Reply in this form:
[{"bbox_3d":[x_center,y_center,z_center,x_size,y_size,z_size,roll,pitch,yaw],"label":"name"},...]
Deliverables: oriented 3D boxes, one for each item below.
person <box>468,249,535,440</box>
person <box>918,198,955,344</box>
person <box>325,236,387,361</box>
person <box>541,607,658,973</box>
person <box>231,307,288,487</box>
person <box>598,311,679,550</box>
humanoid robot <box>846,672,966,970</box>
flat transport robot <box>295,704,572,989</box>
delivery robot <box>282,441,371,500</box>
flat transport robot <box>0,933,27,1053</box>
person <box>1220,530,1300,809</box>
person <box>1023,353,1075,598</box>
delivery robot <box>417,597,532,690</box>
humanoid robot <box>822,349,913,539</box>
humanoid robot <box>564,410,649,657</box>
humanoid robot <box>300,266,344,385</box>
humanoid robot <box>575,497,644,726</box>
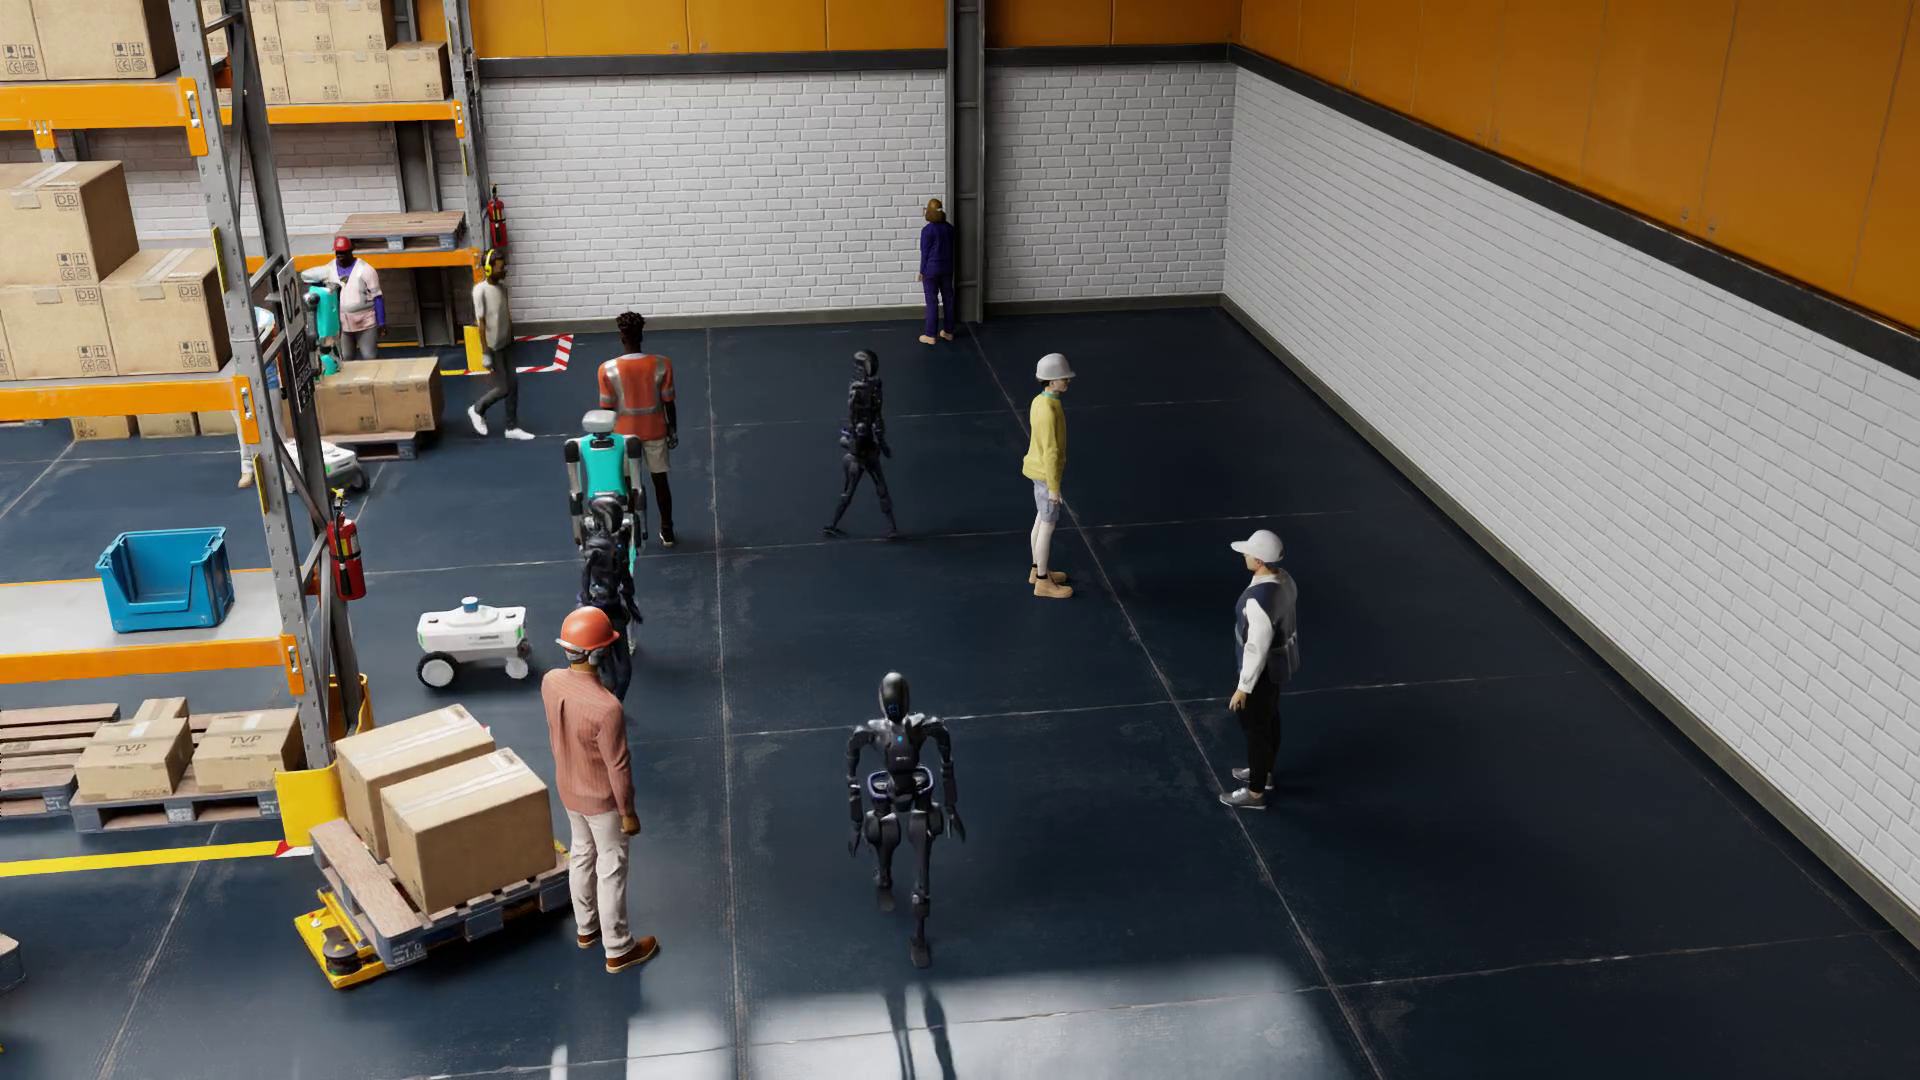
[{"bbox_3d":[-4.362,-1.808,15.549,0.517,1.849,0.537,8,25,17],"label":"person"},{"bbox_3d":[-0.265,-3.003,18.551,0.449,1.623,0.340,-18,29,-34],"label":"person"},{"bbox_3d":[-5.969,-2.130,16.402,0.613,1.755,0.419,-1,24,-3],"label":"person"},{"bbox_3d":[-1.825,1.257,8.405,0.610,1.986,0.401,21,31,39],"label":"person"},{"bbox_3d":[-6.180,-1.355,14.538,0.622,1.835,0.431,-3,24,-7],"label":"person"},{"bbox_3d":[-2.550,-0.864,13.268,0.603,1.957,0.367,-8,25,-18],"label":"person"},{"bbox_3d":[-0.286,1.361,8.574,0.611,1.633,0.642,-4,24,-9],"label":"humanoid robot"},{"bbox_3d":[-2.778,1.931,8.998,1.431,0.231,0.659,-17,29,-33],"label":"flat transport robot"},{"bbox_3d":[-5.590,-0.642,14.494,0.777,0.587,0.499,14,27,29],"label":"delivery robot"},{"bbox_3d":[-5.364,2.363,8.014,1.431,0.231,0.659,13,27,27],"label":"flat transport robot"},{"bbox_3d":[1.763,0.760,9.811,0.445,1.756,0.771,10,26,22],"label":"person"},{"bbox_3d":[0.662,-0.485,12.489,0.385,1.892,0.472,-2,24,-4],"label":"person"},{"bbox_3d":[-3.348,0.679,11.482,0.765,0.585,0.499,-3,24,-8],"label":"delivery robot"},{"bbox_3d":[-0.768,-0.755,13.415,0.765,1.628,0.601,10,26,22],"label":"humanoid robot"},{"bbox_3d":[-2.416,0.074,11.510,0.538,1.845,0.772,-4,24,-9],"label":"humanoid robot"},{"bbox_3d":[-6.000,-1.632,15.309,0.724,1.801,0.530,3,24,8],"label":"humanoid robot"},{"bbox_3d":[-2.243,0.482,10.566,0.356,1.649,0.612,8,25,17],"label":"humanoid robot"}]
